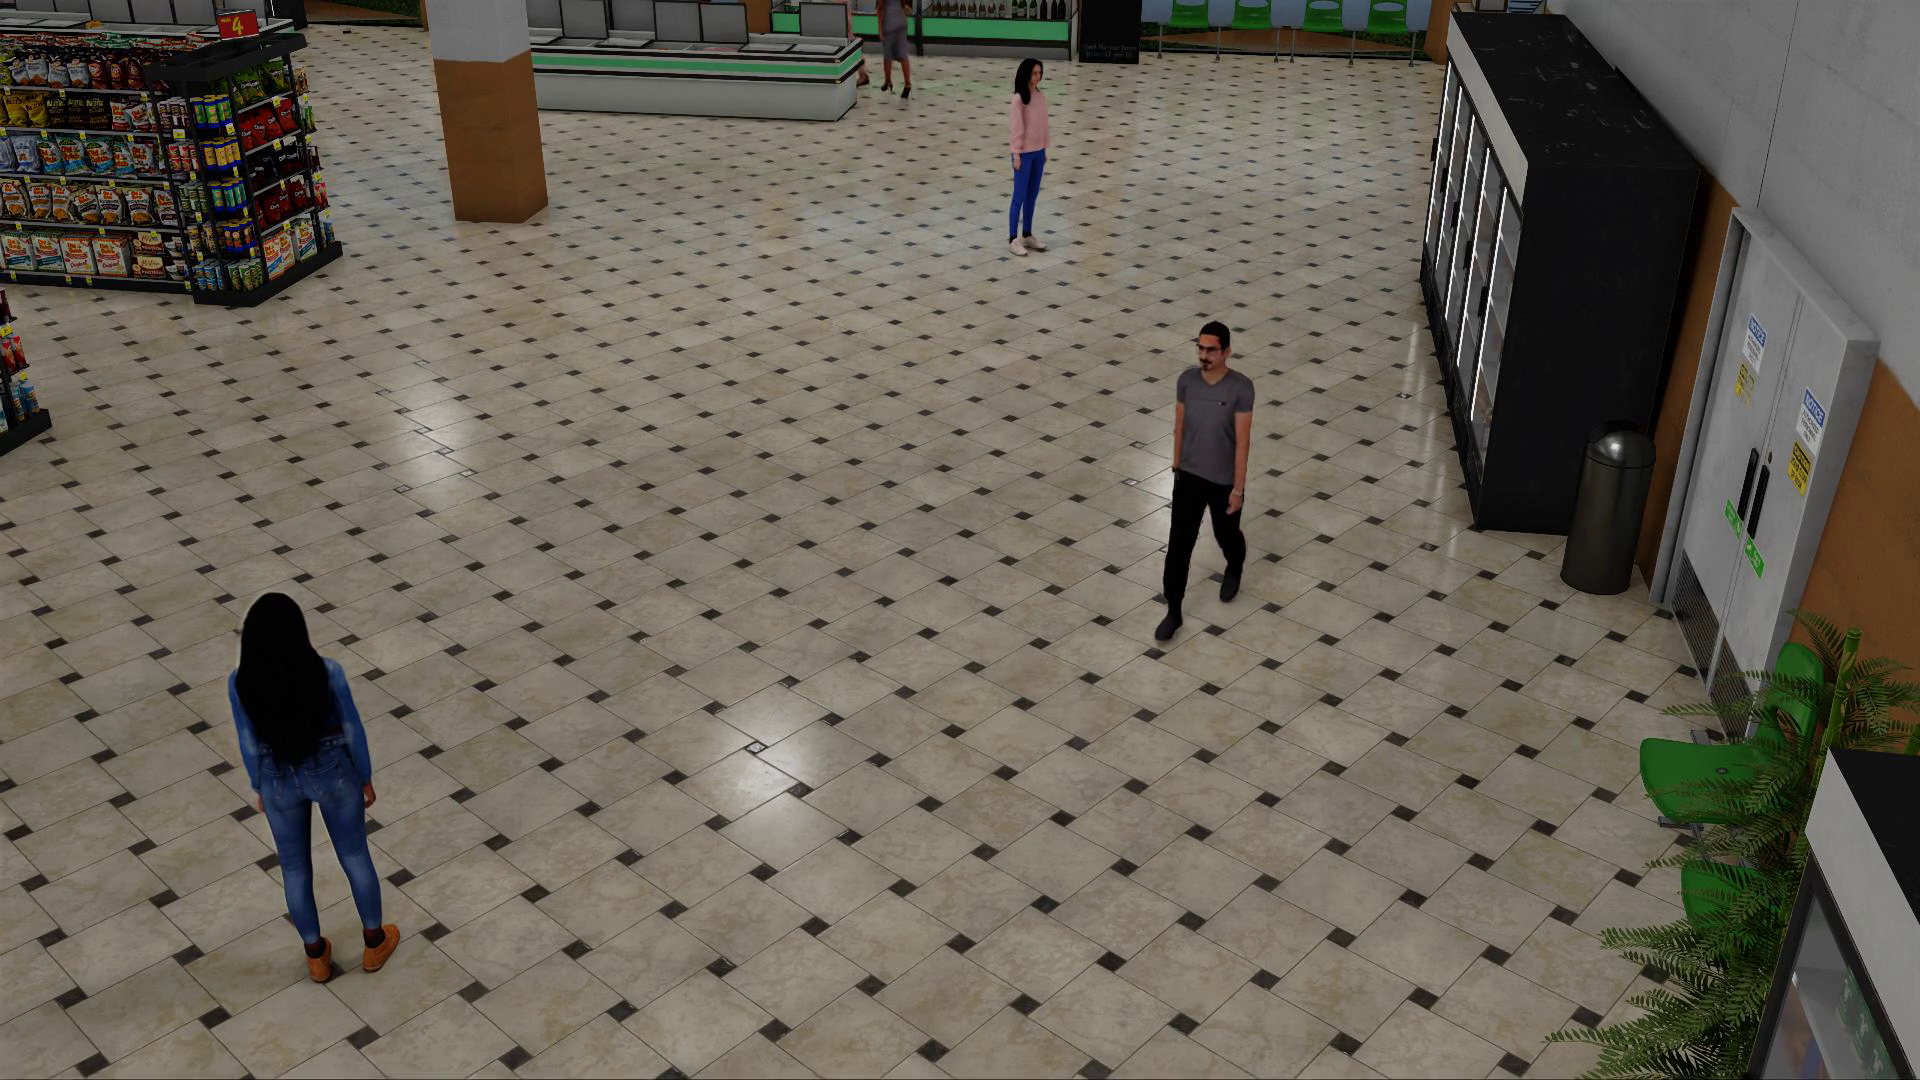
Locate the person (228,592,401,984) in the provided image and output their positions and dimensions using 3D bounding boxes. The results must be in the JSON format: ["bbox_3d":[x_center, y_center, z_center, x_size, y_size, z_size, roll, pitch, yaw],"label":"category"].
[{"bbox_3d":[-2.511,0.966,6.439,0.585,1.713,0.728,-6,27,-12],"label":"person"}]

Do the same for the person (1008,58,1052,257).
[{"bbox_3d":[0.620,-3.516,15.215,0.729,1.768,0.731,21,34,36],"label":"person"}]

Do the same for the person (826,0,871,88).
[{"bbox_3d":[-1.479,-6.699,21.623,1.033,1.650,0.615,6,28,12],"label":"person"}]

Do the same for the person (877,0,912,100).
[{"bbox_3d":[-0.777,-6.402,20.949,1.095,1.729,1.041,-12,29,-23],"label":"person"}]

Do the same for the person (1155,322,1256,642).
[{"bbox_3d":[1.397,-0.363,9.032,1.102,1.738,0.858,11,29,21],"label":"person"}]
